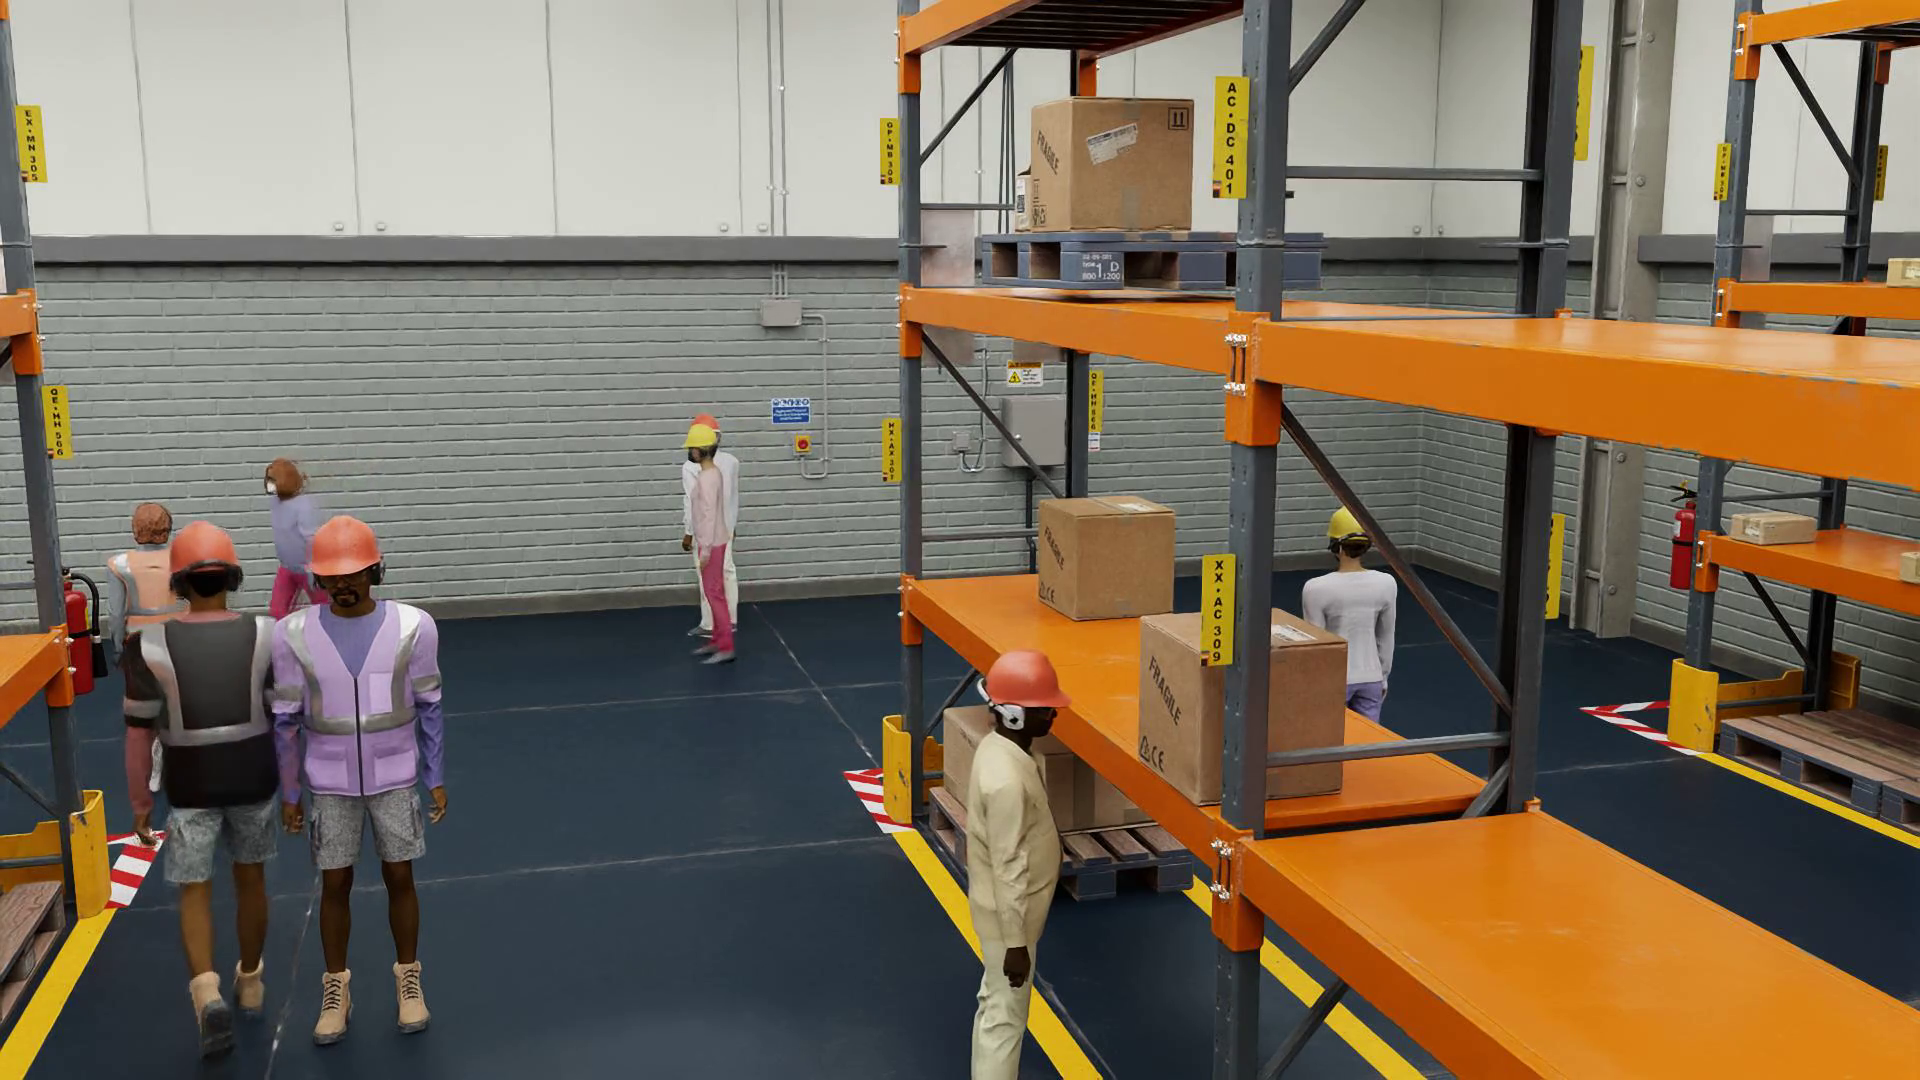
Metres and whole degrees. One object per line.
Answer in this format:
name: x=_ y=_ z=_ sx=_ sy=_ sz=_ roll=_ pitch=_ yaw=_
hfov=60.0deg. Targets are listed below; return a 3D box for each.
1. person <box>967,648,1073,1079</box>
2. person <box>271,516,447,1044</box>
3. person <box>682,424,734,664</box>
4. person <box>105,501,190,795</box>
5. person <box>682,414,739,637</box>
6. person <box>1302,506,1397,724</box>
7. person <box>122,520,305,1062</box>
person: x=0.194 y=1.210 z=5.492 sx=0.341 sy=1.749 sz=0.572 roll=0 pitch=10 yaw=0
person: x=-2.285 y=0.913 z=6.362 sx=0.615 sy=2.041 sz=0.384 roll=-3 pitch=10 yaw=-17
person: x=-1.858 y=0.030 z=12.200 sx=0.336 sy=1.767 sz=0.532 roll=-1 pitch=10 yaw=-4
person: x=-4.453 y=0.602 z=9.283 sx=0.525 sy=1.639 sz=0.307 roll=-6 pitch=11 yaw=-30
person: x=-1.974 y=-0.115 z=13.046 sx=0.342 sy=1.751 sz=0.564 roll=8 pitch=12 yaw=37
person: x=1.920 y=0.708 z=8.323 sx=0.527 sy=1.768 sz=0.314 roll=-3 pitch=10 yaw=-18
person: x=-2.805 y=0.939 z=6.299 sx=0.617 sy=2.019 sz=0.842 roll=-5 pitch=11 yaw=-26
